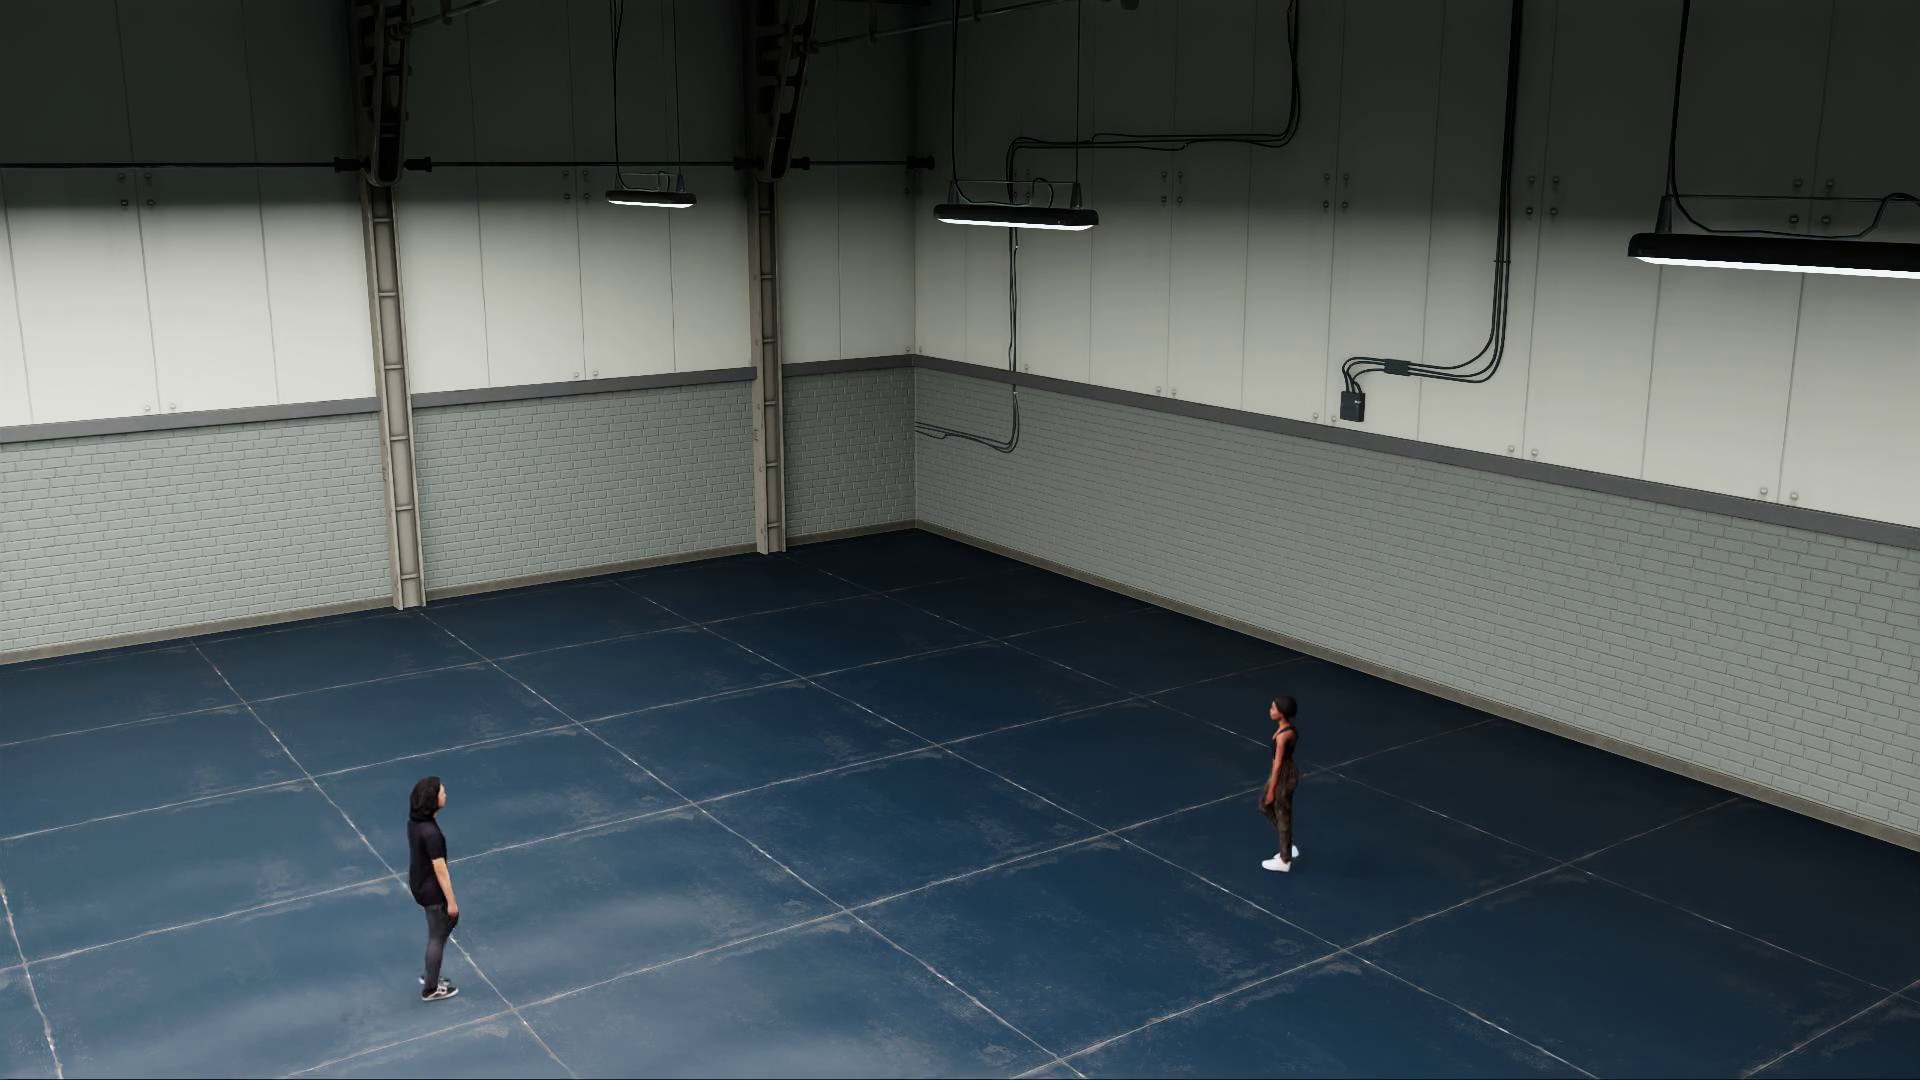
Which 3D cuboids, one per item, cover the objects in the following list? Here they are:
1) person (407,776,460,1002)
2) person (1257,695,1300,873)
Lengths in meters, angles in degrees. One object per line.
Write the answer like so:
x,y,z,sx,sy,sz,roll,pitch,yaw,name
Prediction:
-4.148,2.700,12.790,0.583,1.817,0.644,-9,16,-34,person
3.019,2.226,15.123,0.797,1.688,0.732,4,14,17,person
